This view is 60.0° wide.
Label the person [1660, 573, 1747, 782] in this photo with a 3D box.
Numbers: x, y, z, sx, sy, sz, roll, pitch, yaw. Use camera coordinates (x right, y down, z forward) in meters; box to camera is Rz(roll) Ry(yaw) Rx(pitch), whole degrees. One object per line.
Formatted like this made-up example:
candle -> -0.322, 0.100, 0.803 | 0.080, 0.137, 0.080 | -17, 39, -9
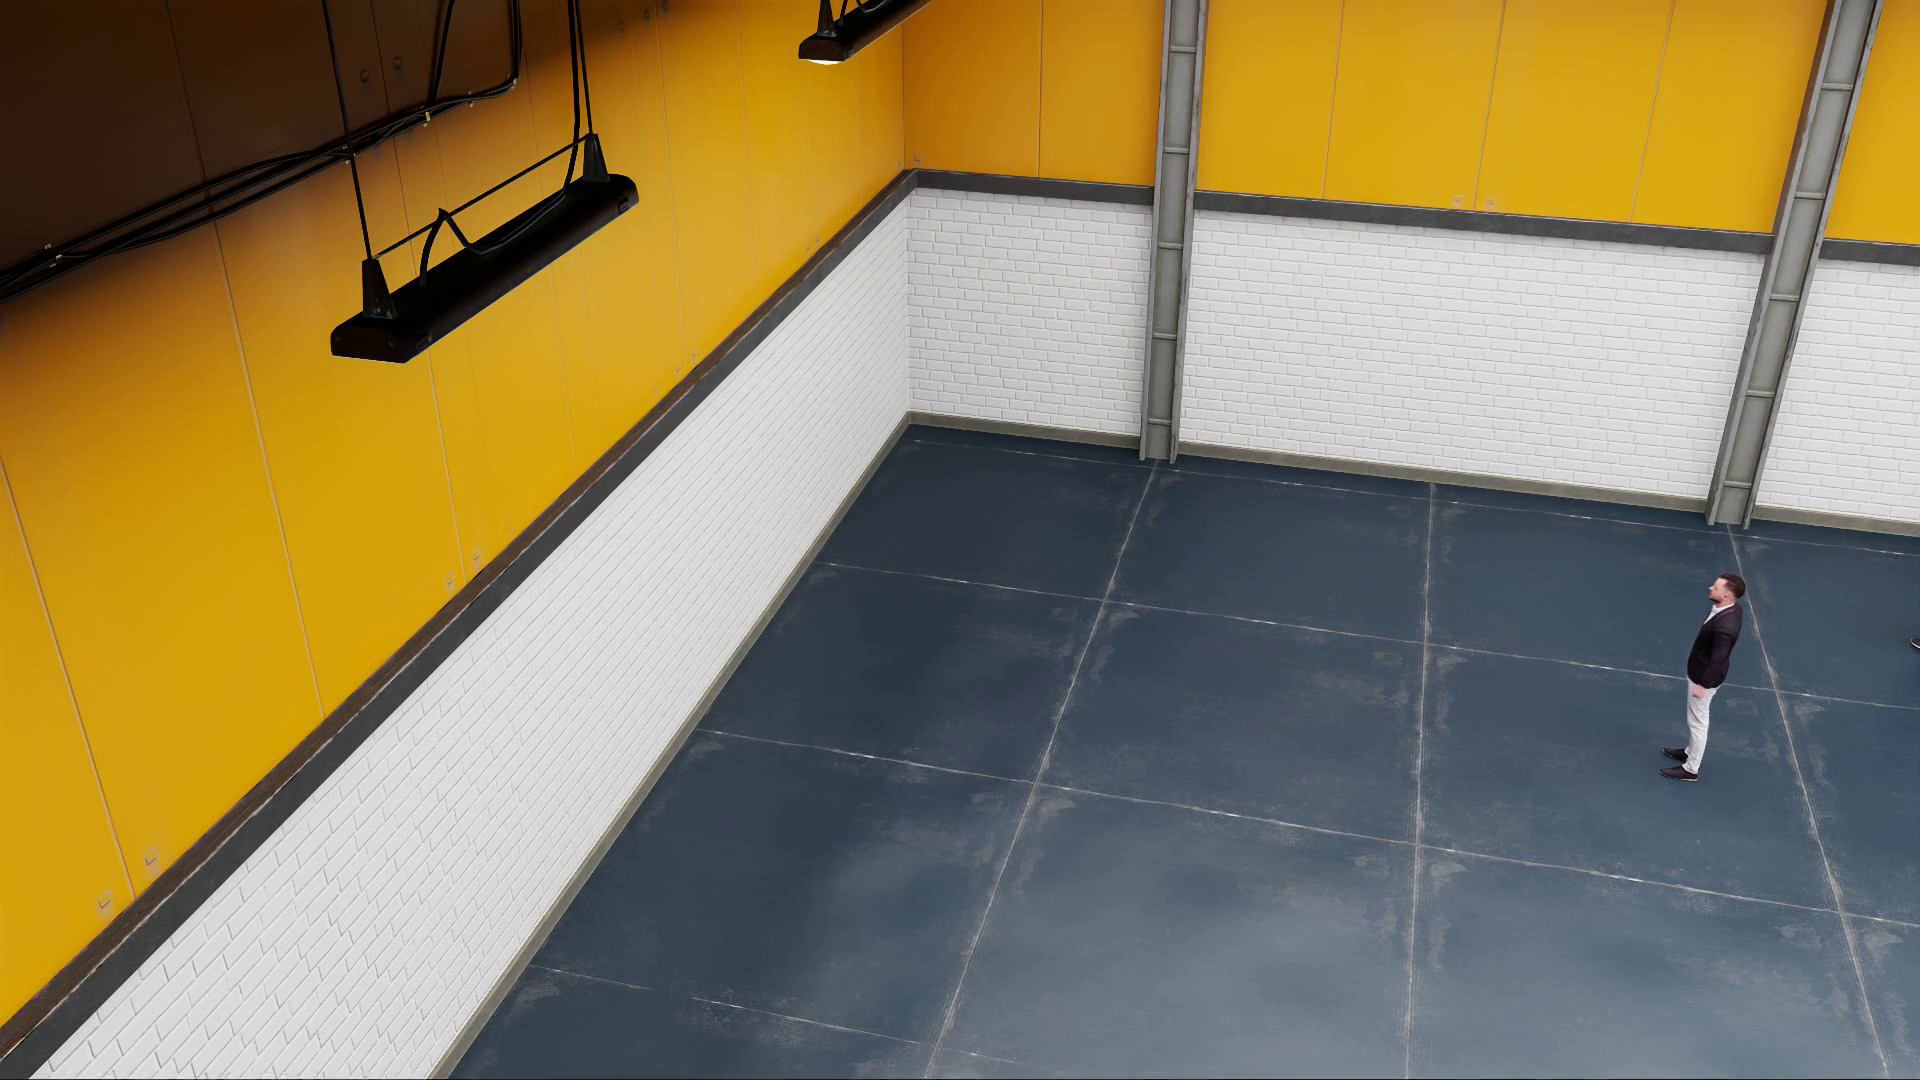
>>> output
person -> 5.932, 1.071, 13.174 | 0.639, 1.844, 0.702 | 15, 32, 25
